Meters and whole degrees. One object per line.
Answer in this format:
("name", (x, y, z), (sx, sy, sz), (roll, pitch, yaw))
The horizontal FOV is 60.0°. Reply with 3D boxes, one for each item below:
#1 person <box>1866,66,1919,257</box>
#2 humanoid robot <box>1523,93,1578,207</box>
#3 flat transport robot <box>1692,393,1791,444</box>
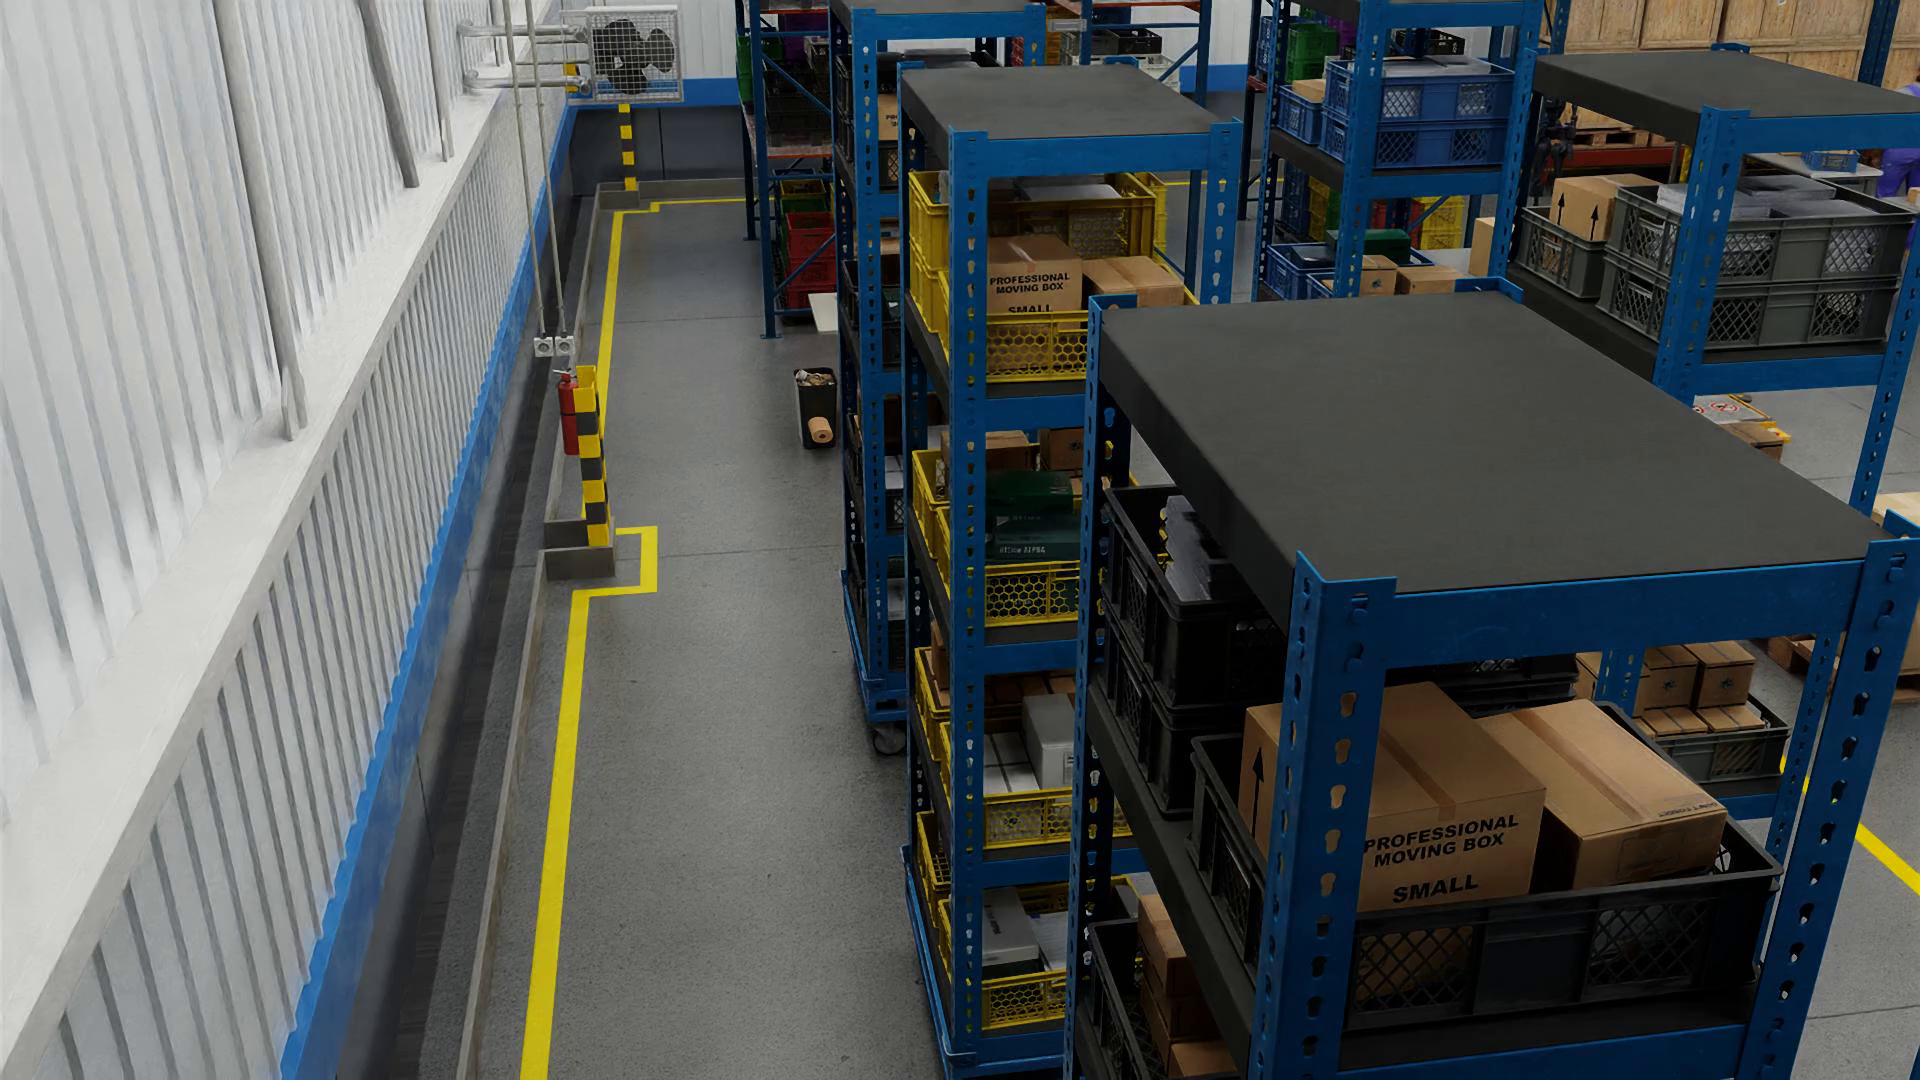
("person", (9.455, -3.846, 16.541), (0.680, 2.000, 0.536), (7, 25, 14))
("humanoid robot", (6.411, -4.335, 18.035), (0.333, 1.648, 0.592), (-22, 33, -39))
("flat transport robot", (5.224, -0.859, 12.132), (1.431, 0.197, 0.652), (-4, 25, -8))
